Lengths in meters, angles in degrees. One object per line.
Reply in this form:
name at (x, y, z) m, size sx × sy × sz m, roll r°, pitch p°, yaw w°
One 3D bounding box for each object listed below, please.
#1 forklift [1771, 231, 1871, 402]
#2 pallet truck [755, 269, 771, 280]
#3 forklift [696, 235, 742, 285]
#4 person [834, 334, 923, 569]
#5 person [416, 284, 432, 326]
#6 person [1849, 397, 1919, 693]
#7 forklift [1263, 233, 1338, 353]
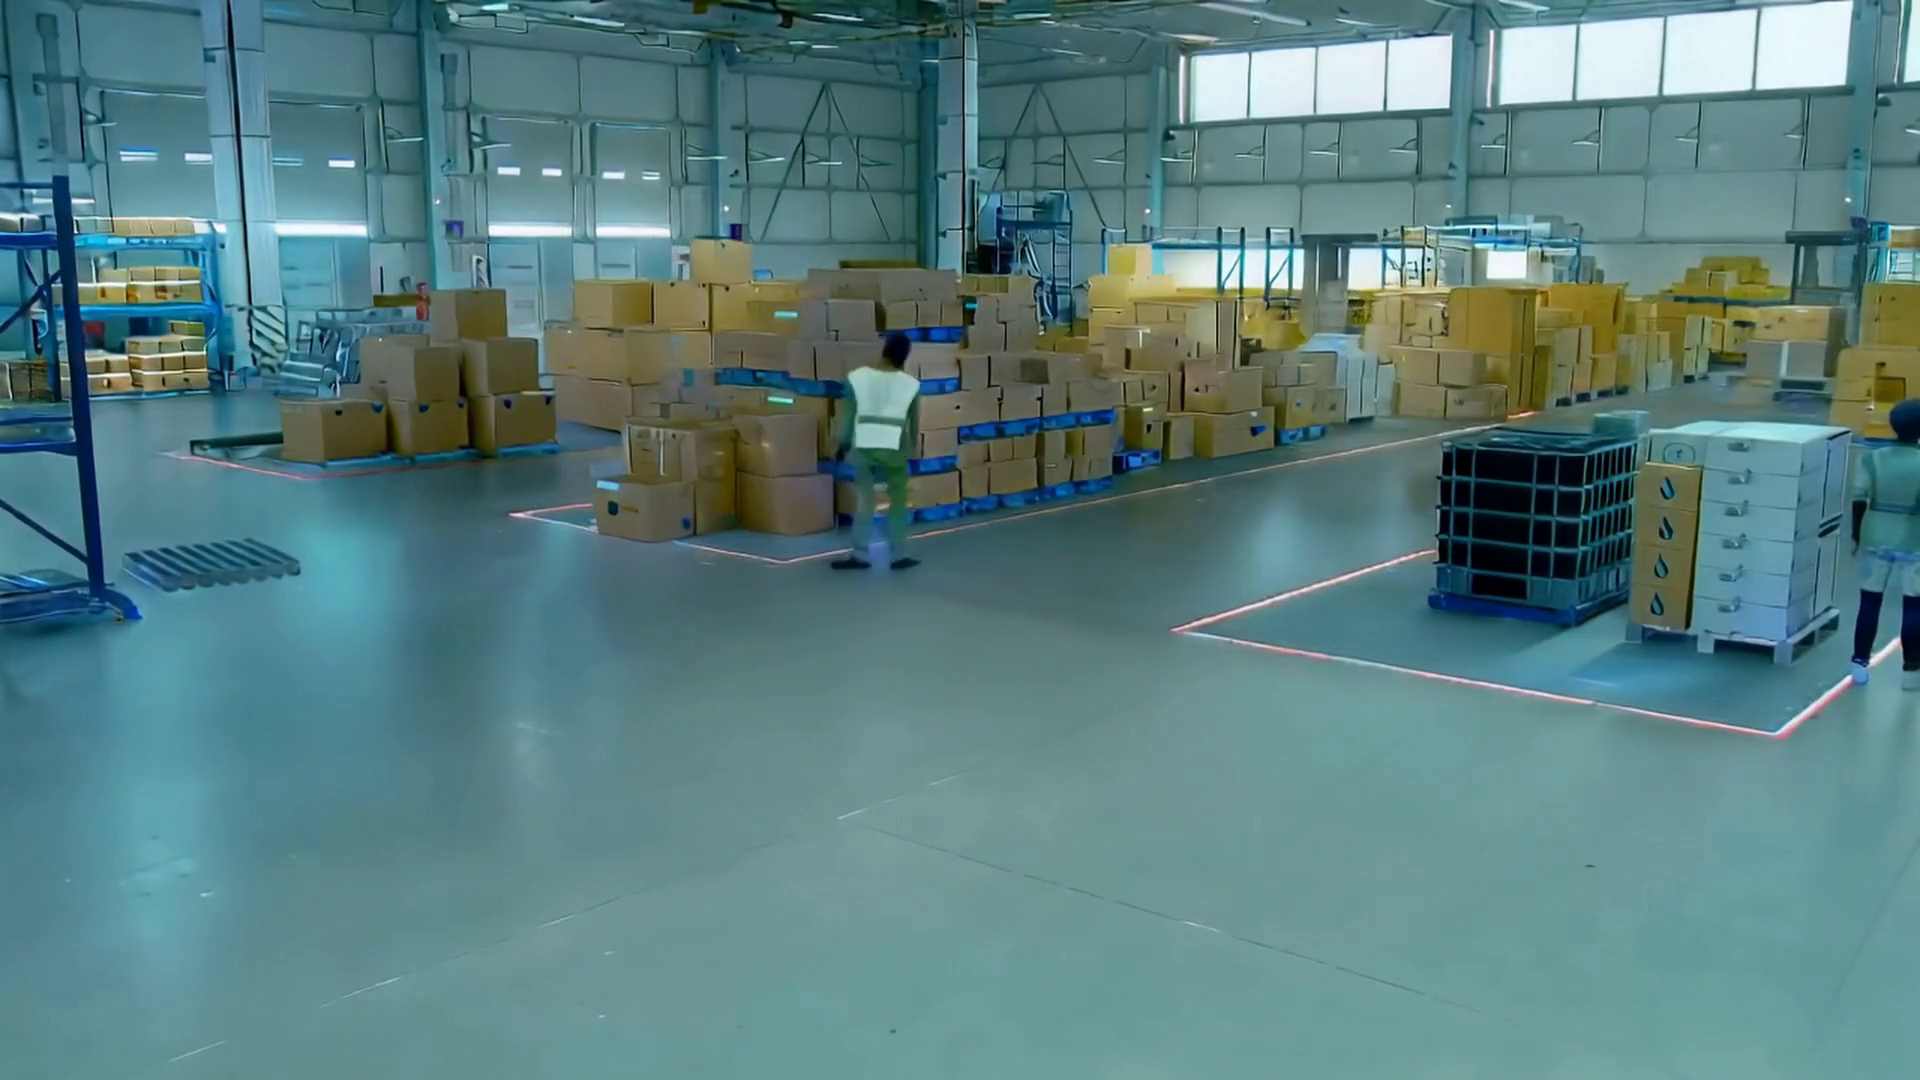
forklift at (14.356, -3.696, 27.437) m, size 1.129 × 2.768 × 1.873 m, roll 8°, pitch 13°, yaw 40°
pallet truck at (-4.996, -6.432, 45.525) m, size 1.885 × 1.965 × 0.823 m, roll -6°, pitch 12°, yaw -32°
forklift at (-5.101, -5.116, 35.521) m, size 1.129 × 2.768 × 1.873 m, roll -7°, pitch 12°, yaw -36°
person at (-0.670, -0.683, 13.194) m, size 0.732 × 1.866 × 0.381 m, roll -2°, pitch 10°, yaw -9°
person at (-11.316, -4.521, 35.247) m, size 0.983 × 1.792 × 0.538 m, roll -1°, pitch 10°, yaw -4°
person at (5.410, 0.030, 9.584) m, size 0.541 × 1.698 × 0.315 m, roll 8°, pitch 13°, yaw 38°
forklift at (7.068, -4.656, 32.901) m, size 1.873 × 2.768 × 1.129 m, roll 8°, pitch 13°, yaw 40°
